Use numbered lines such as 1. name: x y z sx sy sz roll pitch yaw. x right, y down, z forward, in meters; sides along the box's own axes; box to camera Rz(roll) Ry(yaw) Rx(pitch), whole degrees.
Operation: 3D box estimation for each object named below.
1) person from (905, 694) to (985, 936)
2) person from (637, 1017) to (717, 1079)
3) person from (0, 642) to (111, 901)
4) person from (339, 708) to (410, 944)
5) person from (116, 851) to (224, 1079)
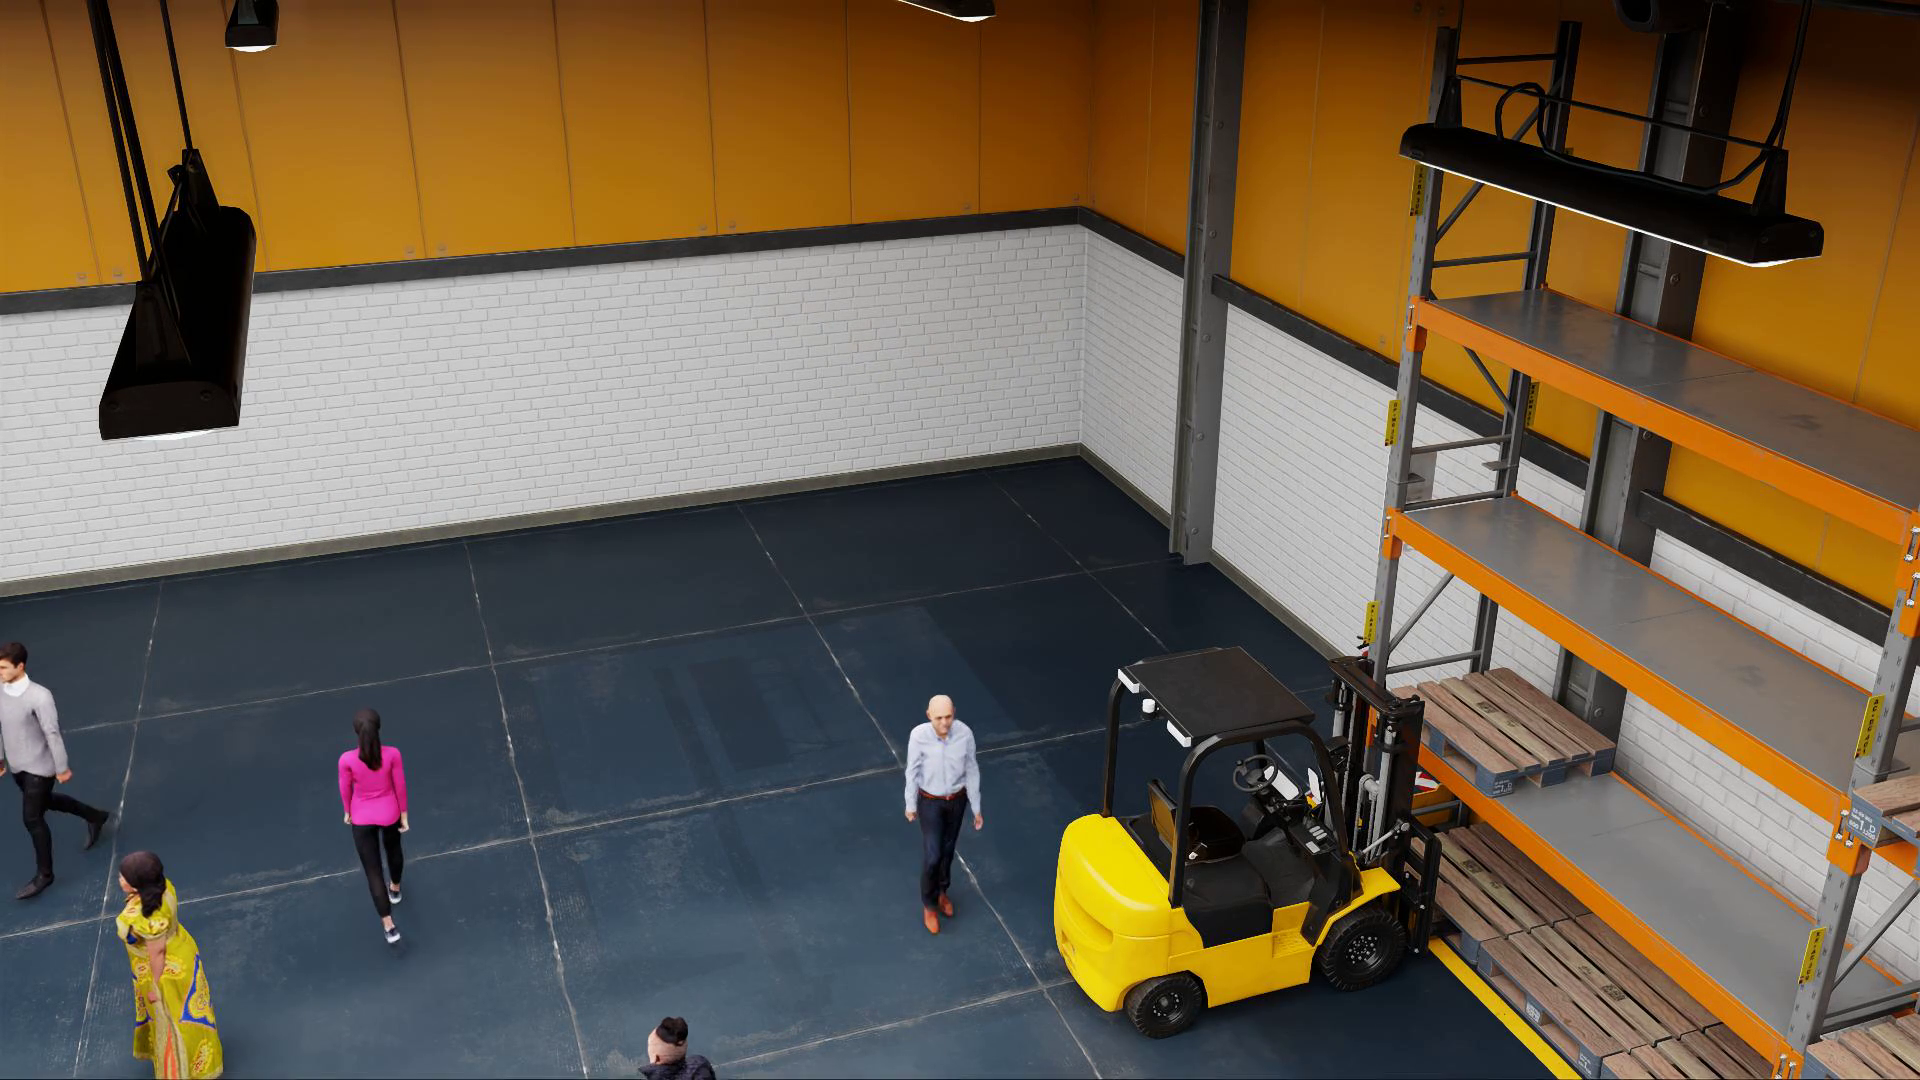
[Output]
1. person: -0.145 1.809 11.634 0.638 1.773 0.694 -9 25 -19
2. person: -1.379 3.204 8.358 1.054 1.841 0.992 12 26 26
3. person: -6.630 1.551 12.031 1.226 1.928 1.261 12 26 25
4. person: -3.992 1.972 11.395 0.646 1.666 1.124 -10 26 -23
5. person: -4.794 2.573 10.027 0.884 1.660 0.671 -8 25 -18
